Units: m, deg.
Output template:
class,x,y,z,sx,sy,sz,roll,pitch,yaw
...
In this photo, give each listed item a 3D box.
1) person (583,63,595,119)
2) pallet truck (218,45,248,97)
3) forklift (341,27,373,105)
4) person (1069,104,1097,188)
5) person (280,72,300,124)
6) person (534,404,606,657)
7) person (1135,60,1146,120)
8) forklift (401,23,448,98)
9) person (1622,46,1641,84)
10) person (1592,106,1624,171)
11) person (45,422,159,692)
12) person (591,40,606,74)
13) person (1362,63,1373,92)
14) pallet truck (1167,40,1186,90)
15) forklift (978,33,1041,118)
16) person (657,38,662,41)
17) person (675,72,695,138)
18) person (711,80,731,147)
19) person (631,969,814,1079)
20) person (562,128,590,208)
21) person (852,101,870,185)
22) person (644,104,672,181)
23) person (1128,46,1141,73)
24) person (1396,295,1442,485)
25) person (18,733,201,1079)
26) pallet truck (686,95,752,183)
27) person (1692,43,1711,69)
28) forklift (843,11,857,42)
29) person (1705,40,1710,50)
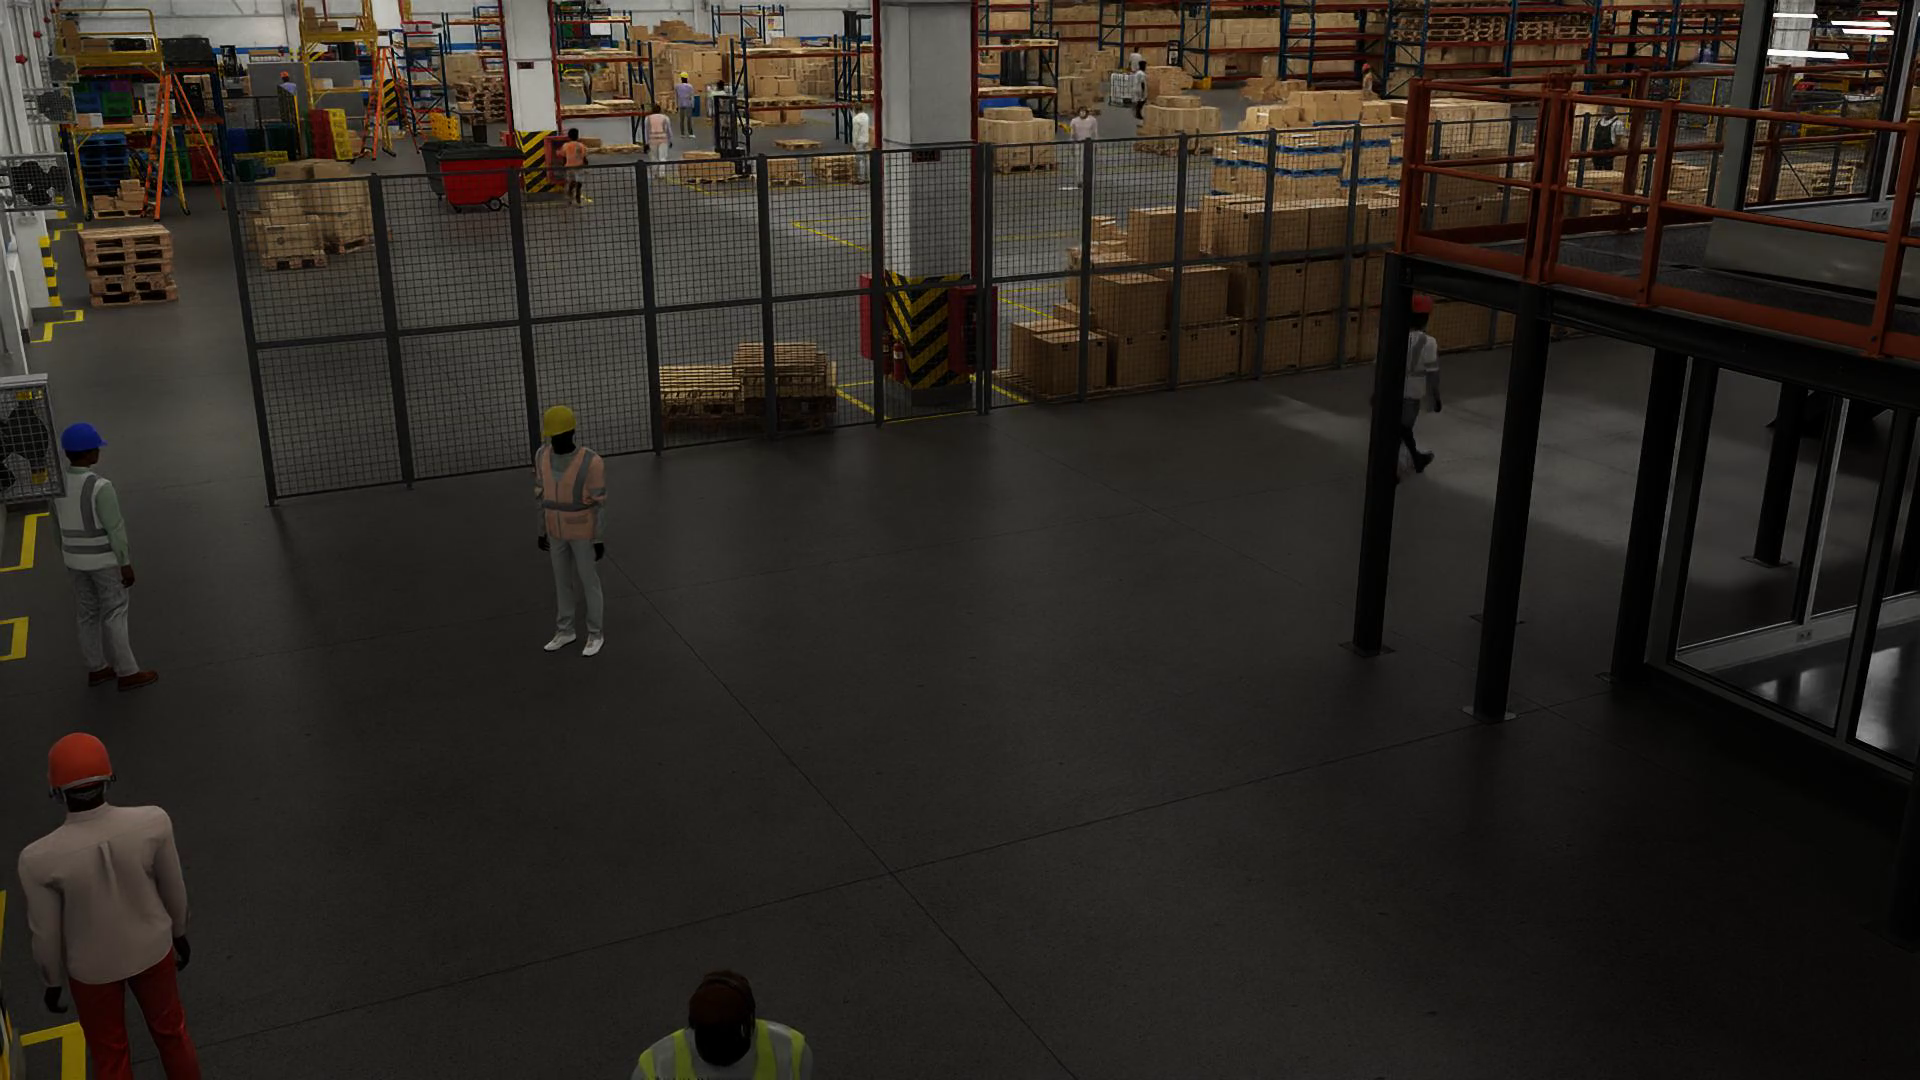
class,x,y,z,sx,sy,sz,roll,pitch,yaw
person,-12.570,-15.196,56.306,0.345,1.839,0.501,-3,19,-10
pallet truck,-28.879,-18.665,66.111,0.823,1.965,1.885,-3,19,-9
forklift,-22.275,-17.346,60.954,1.873,2.768,1.129,-9,21,-25
person,2.858,-9.134,38.594,0.649,1.920,0.440,1,19,4
person,-20.241,-13.140,50.198,0.366,1.930,0.542,14,23,35
person,-2.889,-0.075,12.328,0.584,1.927,0.369,7,20,19
person,6.073,-15.129,55.909,0.366,1.967,0.627,-5,20,-15
forklift,-21.323,-18.794,65.151,1.873,2.768,1.129,6,20,18
person,27.699,-19.435,68.625,0.643,1.813,0.472,11,22,28
person,14.562,-8.859,37.619,0.536,2.000,0.673,-12,22,-30
person,-6.076,0.121,11.726,0.615,1.945,0.404,8,20,21
person,-15.636,-20.718,72.185,0.689,1.916,0.638,-16,25,-39
person,13.355,-14.700,54.707,0.377,1.936,0.549,0,19,1
pallet truck,9.045,-19.971,69.895,0.823,1.965,1.885,-3,19,-8
forklift,1.643,-15.464,55.497,1.873,2.768,1.129,-9,21,-25
person,-13.294,-21.420,74.235,0.869,1.916,0.550,-17,25,-41
person,-8.267,-13.090,50.059,0.594,1.923,0.371,3,19,10
person,-6.767,-12.121,47.348,0.614,1.864,1.023,11,22,28
person,-0.778,2.270,5.664,0.624,1.840,0.430,-5,20,-15
person,-8.188,-7.925,35.456,0.547,1.686,0.394,6,20,18
person,-2.348,-9.347,39.208,0.377,1.935,0.629,10,21,26
person,-7.264,-9.590,40.121,0.649,1.792,0.979,-2,19,-5
person,7.180,-19.315,68.223,0.530,1.849,0.679,-5,20,-14
person,4.522,-1.487,16.476,0.976,1.885,0.575,-13,23,-33
person,-3.543,1.732,6.987,0.608,1.995,0.377,-18,26,-42
pallet truck,-5.836,-9.608,39.856,0.823,1.965,1.885,10,22,27
person,31.201,-19.991,70.117,0.655,1.883,1.004,1,19,2
forklift,-5.508,-25.078,83.367,1.873,2.768,1.129,-9,21,-25
person,35.390,-22.995,79.231,0.567,1.622,0.521,-9,21,-23
